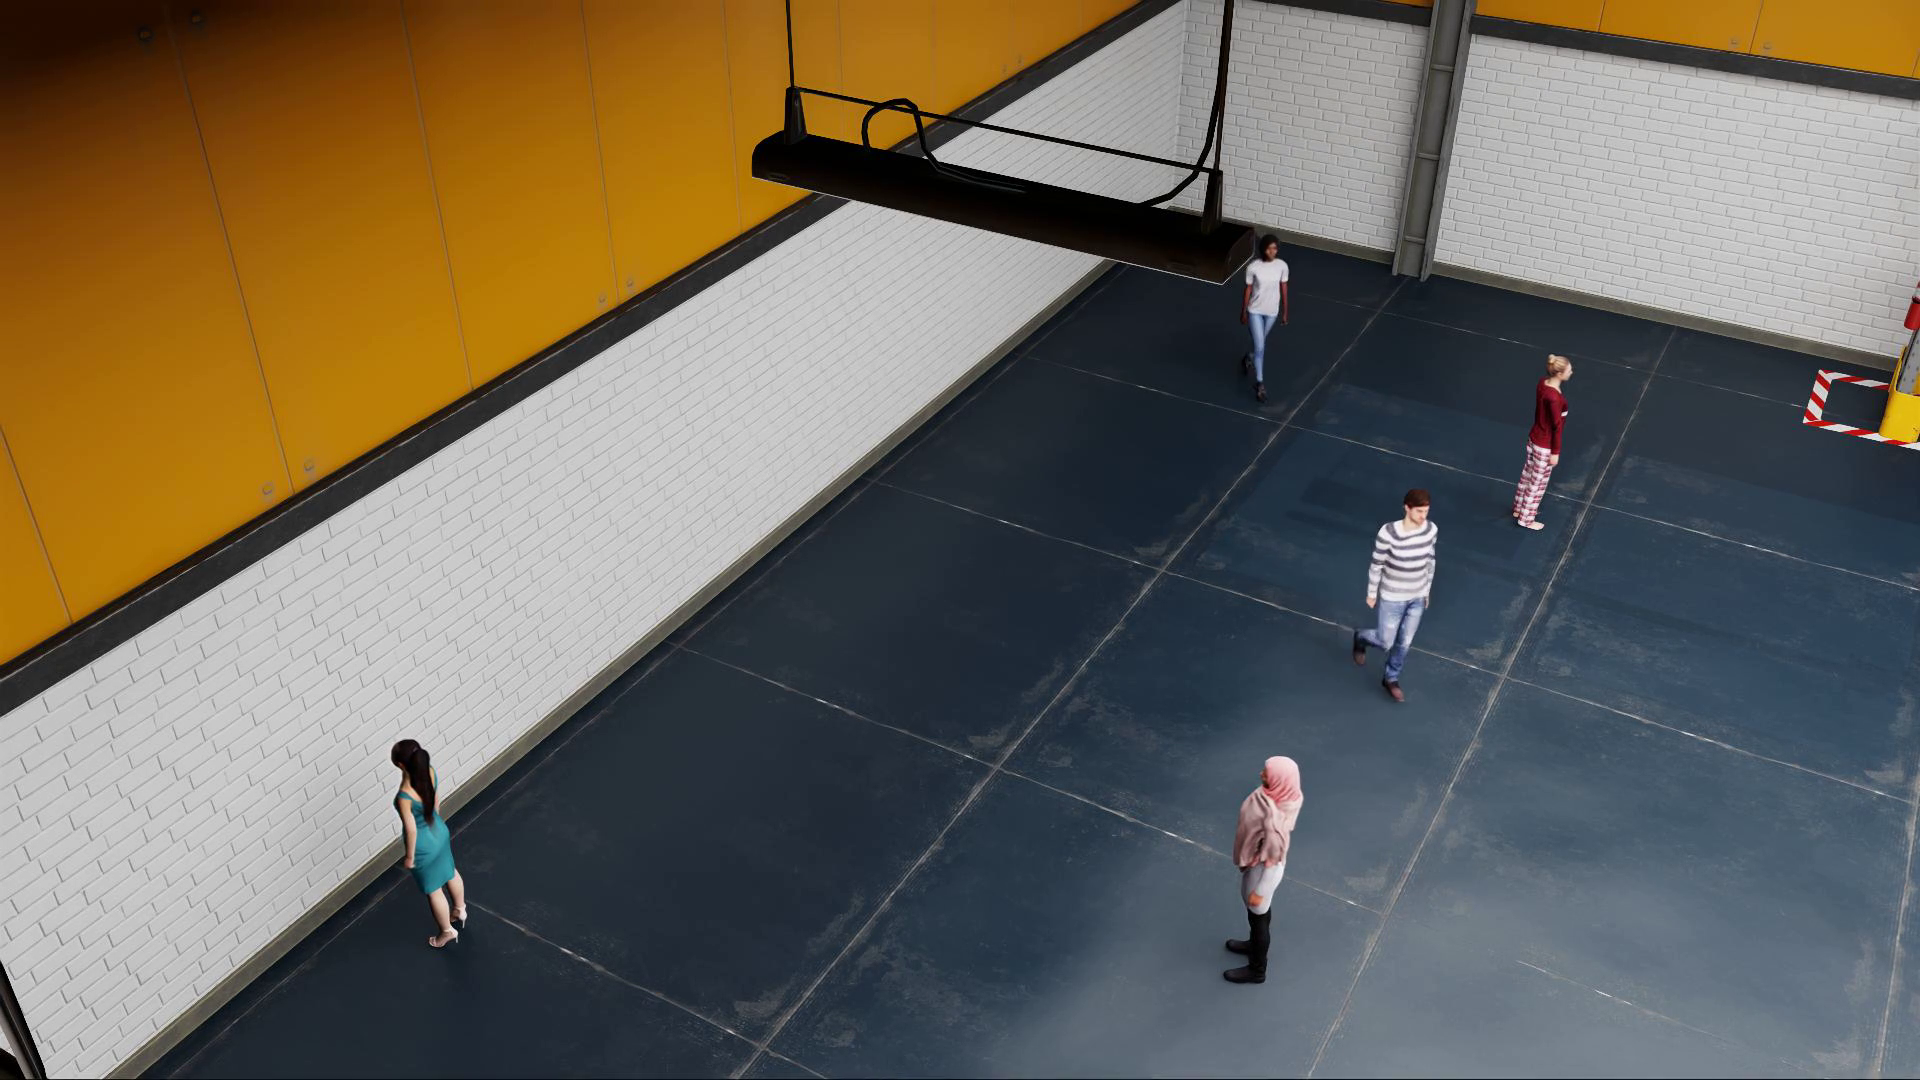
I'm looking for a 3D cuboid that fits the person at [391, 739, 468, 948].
[{"bbox_3d":[-3.395,1.921,10.605,0.572,1.686,0.602,8,34,12],"label":"person"}]

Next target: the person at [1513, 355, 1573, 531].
[{"bbox_3d":[5.204,-0.889,14.823,0.685,1.698,0.683,-1,34,-2],"label":"person"}]

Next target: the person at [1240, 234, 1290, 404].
[{"bbox_3d":[3.074,-2.337,17.019,1.107,1.678,1.120,-5,34,-8],"label":"person"}]

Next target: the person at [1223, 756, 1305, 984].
[{"bbox_3d":[1.887,2.036,10.325,0.694,1.804,0.700,7,34,11],"label":"person"}]

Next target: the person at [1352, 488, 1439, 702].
[{"bbox_3d":[3.358,0.364,12.811,0.936,1.837,0.996,-8,35,-12],"label":"person"}]
